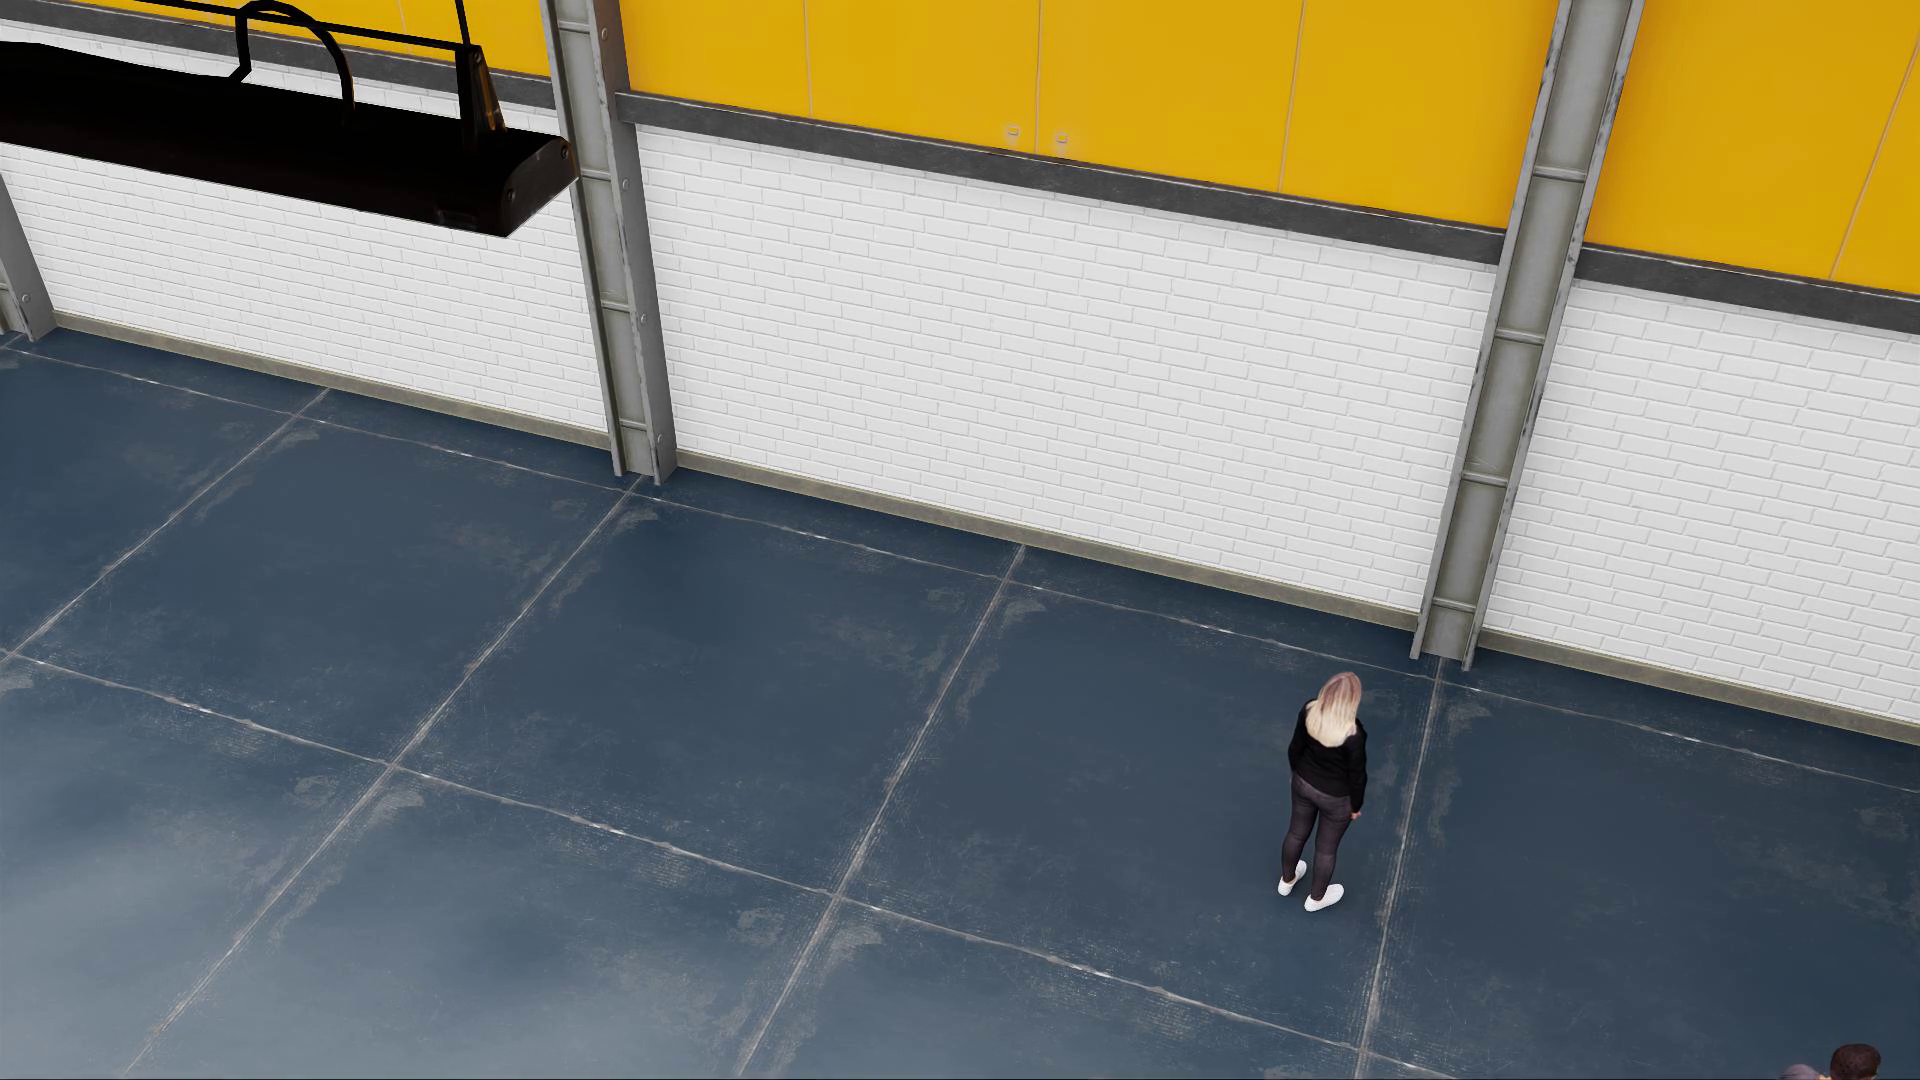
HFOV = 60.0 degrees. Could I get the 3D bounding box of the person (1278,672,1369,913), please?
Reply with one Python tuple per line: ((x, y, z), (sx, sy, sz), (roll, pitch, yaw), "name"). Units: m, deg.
((1.964, 1.359, 9.018), (0.751, 1.686, 0.618), (-31, 48, -33), "person")
